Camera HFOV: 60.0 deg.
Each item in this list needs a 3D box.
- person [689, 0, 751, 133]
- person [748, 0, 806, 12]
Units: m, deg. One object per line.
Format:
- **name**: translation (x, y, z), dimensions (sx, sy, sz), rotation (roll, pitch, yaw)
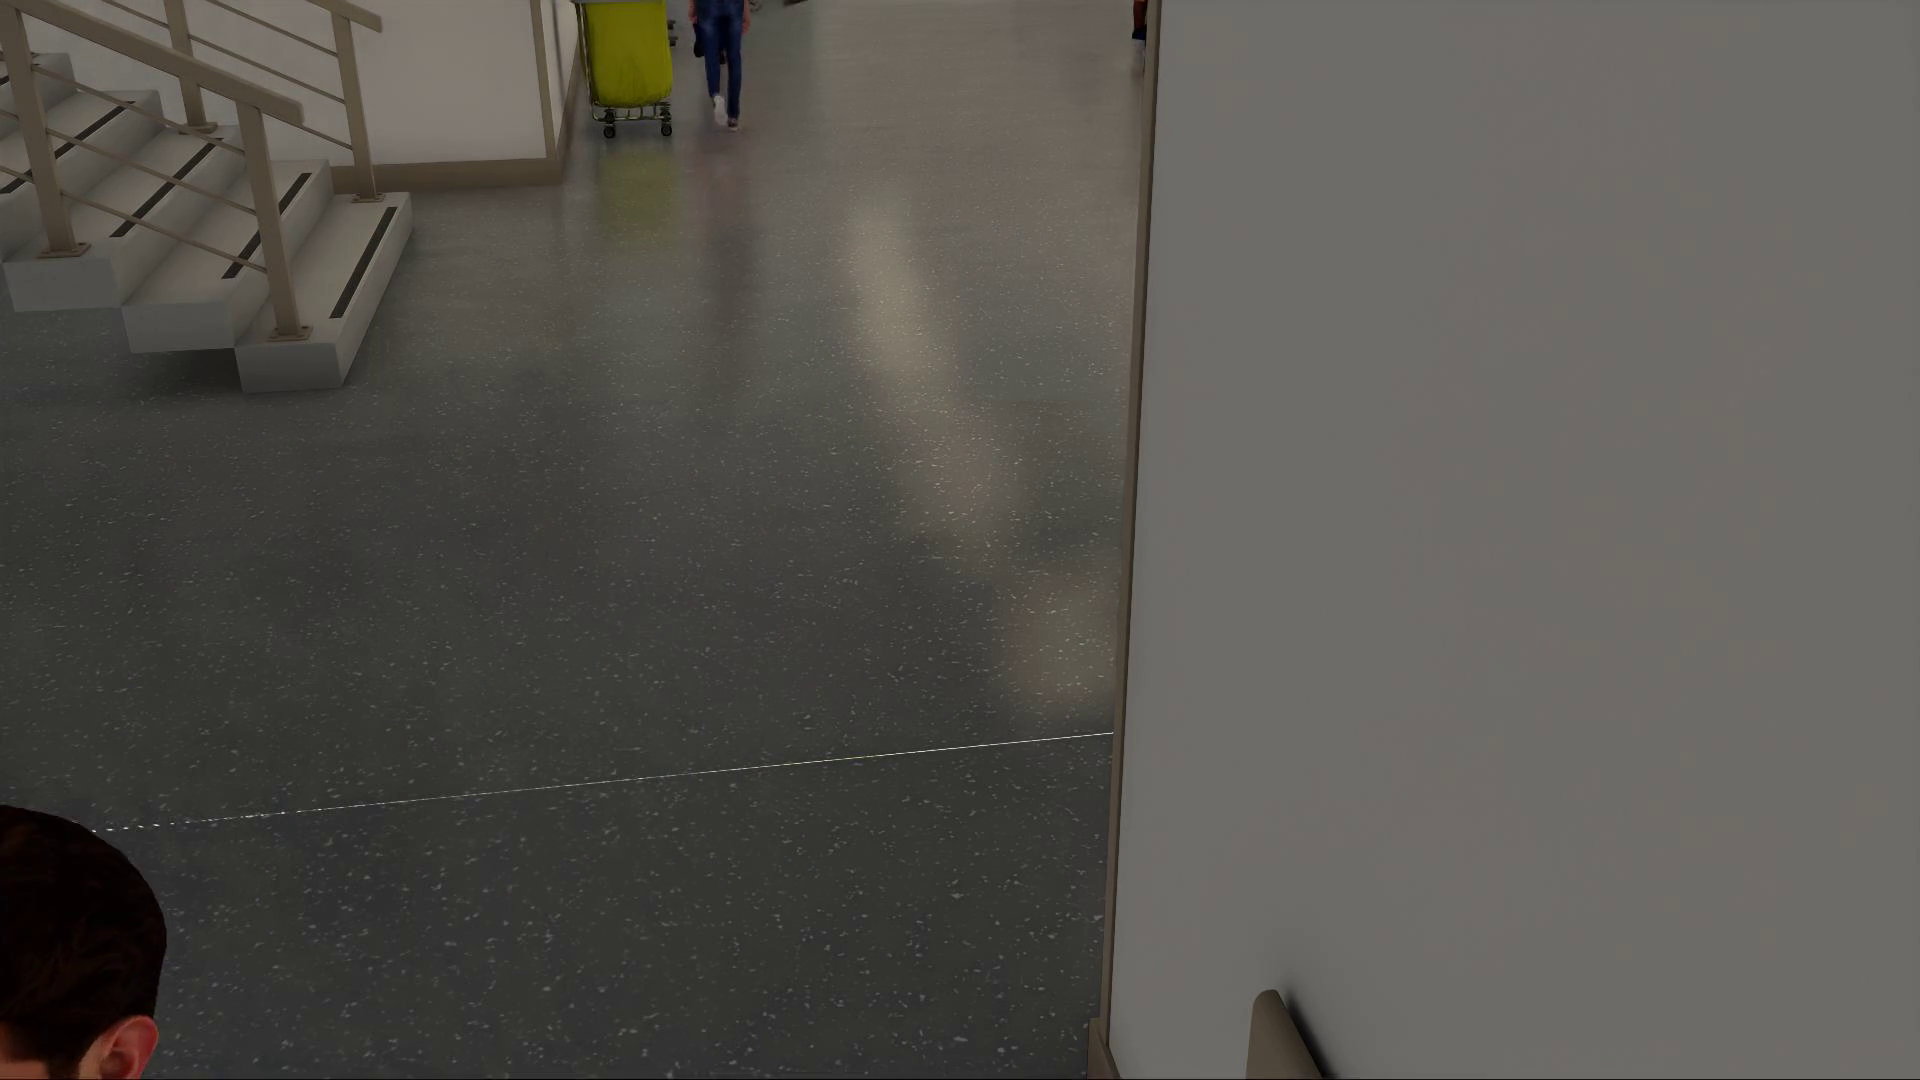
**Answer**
- **person**: translation (-1.613, -3.572, 11.113), dimensions (0.814, 1.726, 0.664), rotation (-2, 26, -4)
- **person**: translation (-2.072, -6.069, 16.287), dimensions (0.983, 1.727, 0.694), rotation (-2, 26, -5)
